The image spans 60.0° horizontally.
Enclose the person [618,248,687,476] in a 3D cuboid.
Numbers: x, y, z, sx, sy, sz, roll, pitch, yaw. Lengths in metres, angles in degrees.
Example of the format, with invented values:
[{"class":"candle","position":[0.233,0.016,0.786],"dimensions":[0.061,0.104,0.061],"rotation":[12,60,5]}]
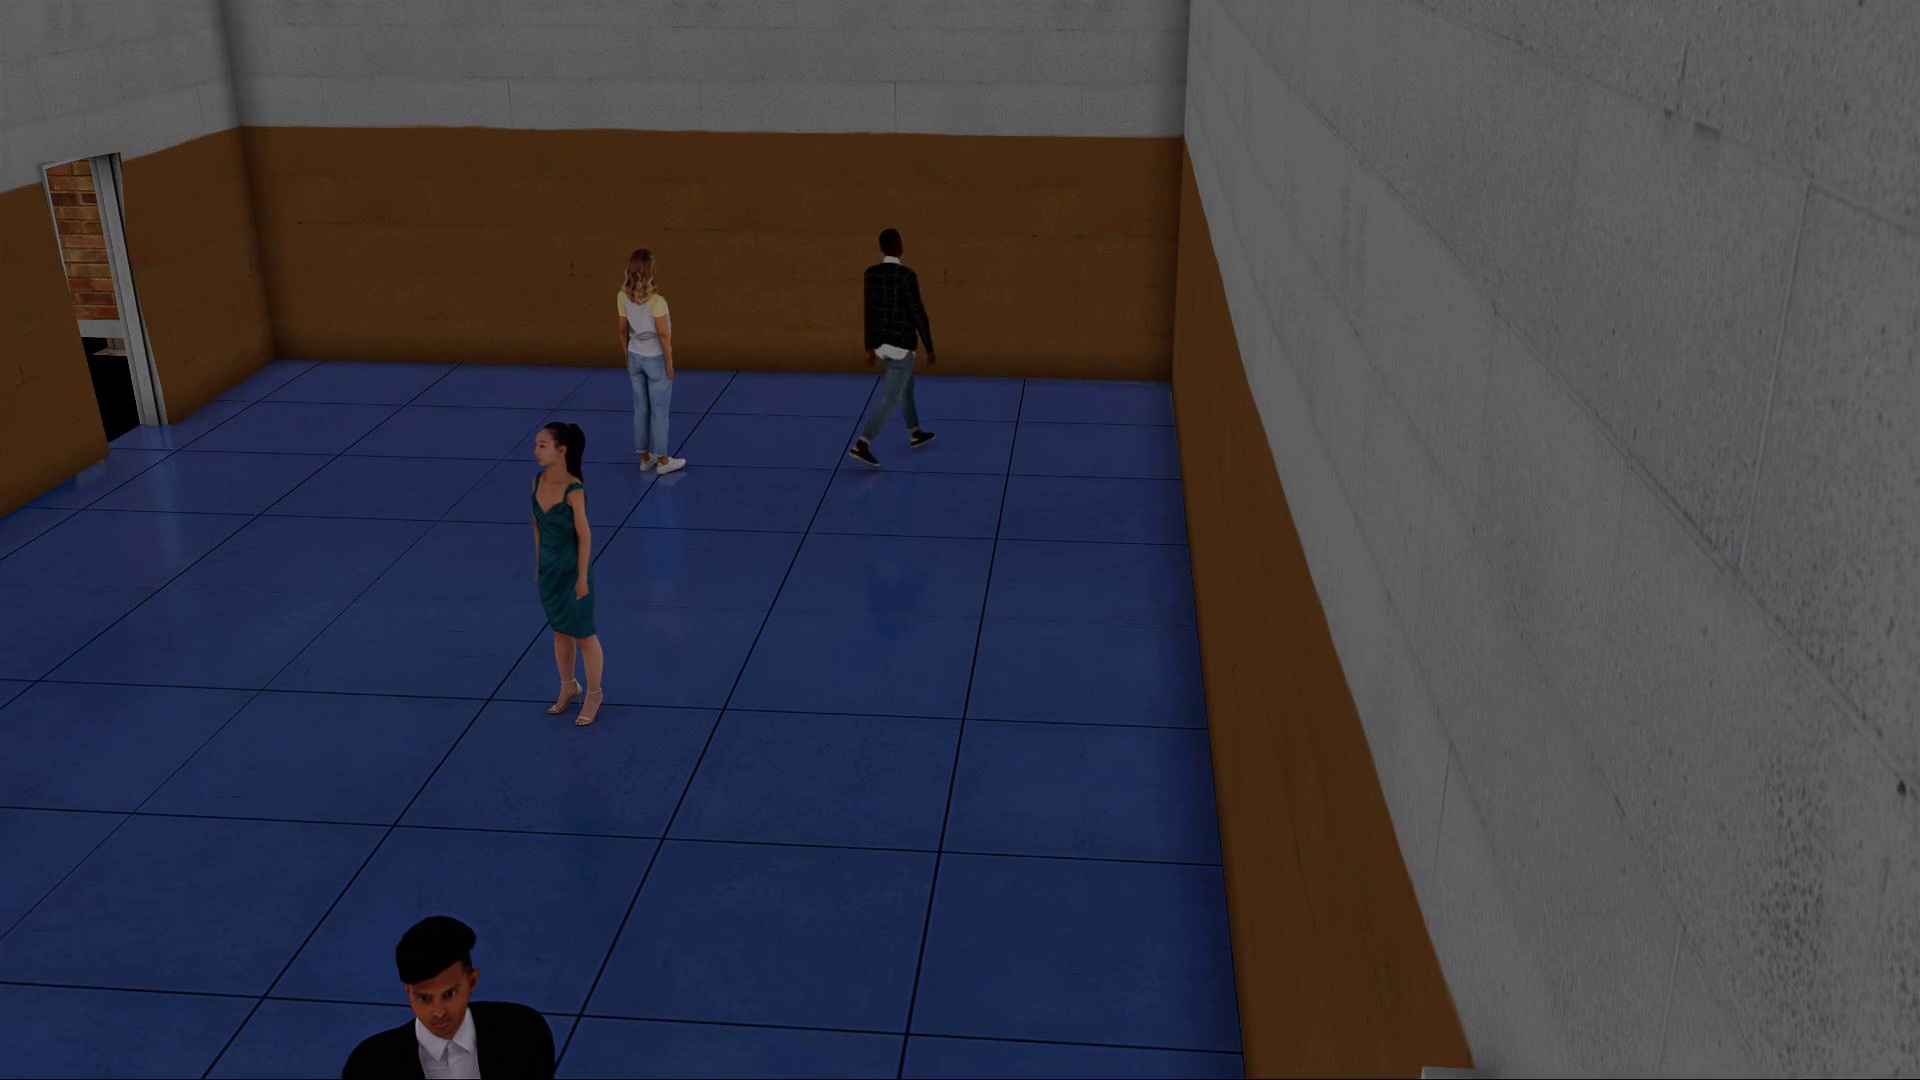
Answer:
[{"class":"person","position":[-2.352,-1.346,12.557],"dimensions":[0.627,1.724,0.754],"rotation":[12,25,27]}]

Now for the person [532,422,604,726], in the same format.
[{"class":"person","position":[-2.089,0.182,8.827],"dimensions":[0.577,1.685,0.673],"rotation":[17,27,36]}]

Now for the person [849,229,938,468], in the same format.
[{"class":"person","position":[-0.563,-1.430,12.713],"dimensions":[1.253,1.780,1.219],"rotation":[20,29,40]}]

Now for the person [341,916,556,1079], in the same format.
[{"class":"person","position":[-1.312,1.818,4.491],"dimensions":[0.675,1.883,0.834],"rotation":[-9,24,-21]}]
